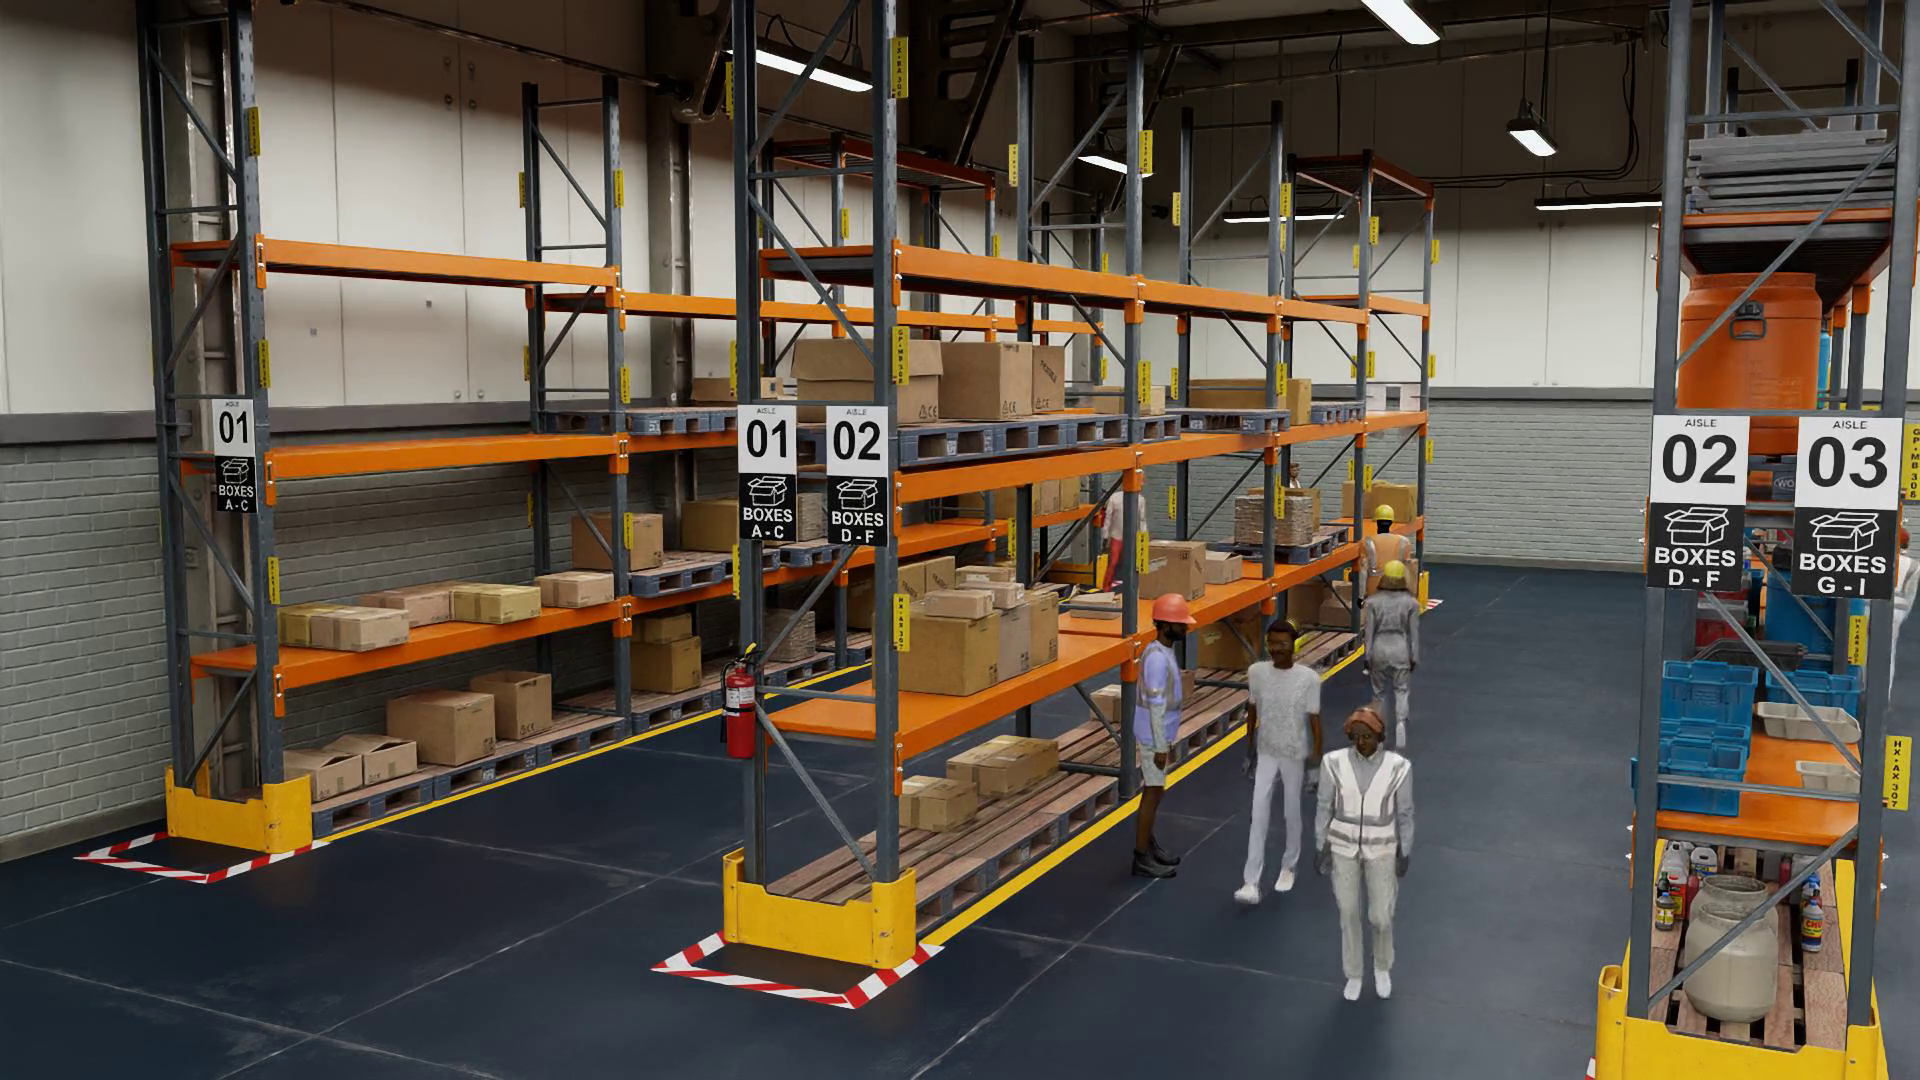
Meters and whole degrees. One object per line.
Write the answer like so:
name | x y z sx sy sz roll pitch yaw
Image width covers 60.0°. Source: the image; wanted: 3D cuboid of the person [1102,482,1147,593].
person | 2.415 -0.042 24.286 0.681 1.976 0.443 -2 6 -15

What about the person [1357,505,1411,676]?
person | 4.701 0.570 18.491 0.589 1.928 0.384 0 6 -2

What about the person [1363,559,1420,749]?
person | 3.867 1.039 14.918 0.486 1.724 0.575 1 6 9

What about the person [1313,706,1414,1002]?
person | 2.179 1.698 8.997 0.515 1.622 0.375 2 6 20

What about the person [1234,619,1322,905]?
person | 2.030 1.422 10.644 0.560 1.828 0.946 3 6 25

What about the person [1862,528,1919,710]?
person | 9.404 0.778 16.942 0.627 1.829 0.838 2 6 22

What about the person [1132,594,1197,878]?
person | 1.384 1.316 11.273 0.415 1.926 0.546 2 6 14
